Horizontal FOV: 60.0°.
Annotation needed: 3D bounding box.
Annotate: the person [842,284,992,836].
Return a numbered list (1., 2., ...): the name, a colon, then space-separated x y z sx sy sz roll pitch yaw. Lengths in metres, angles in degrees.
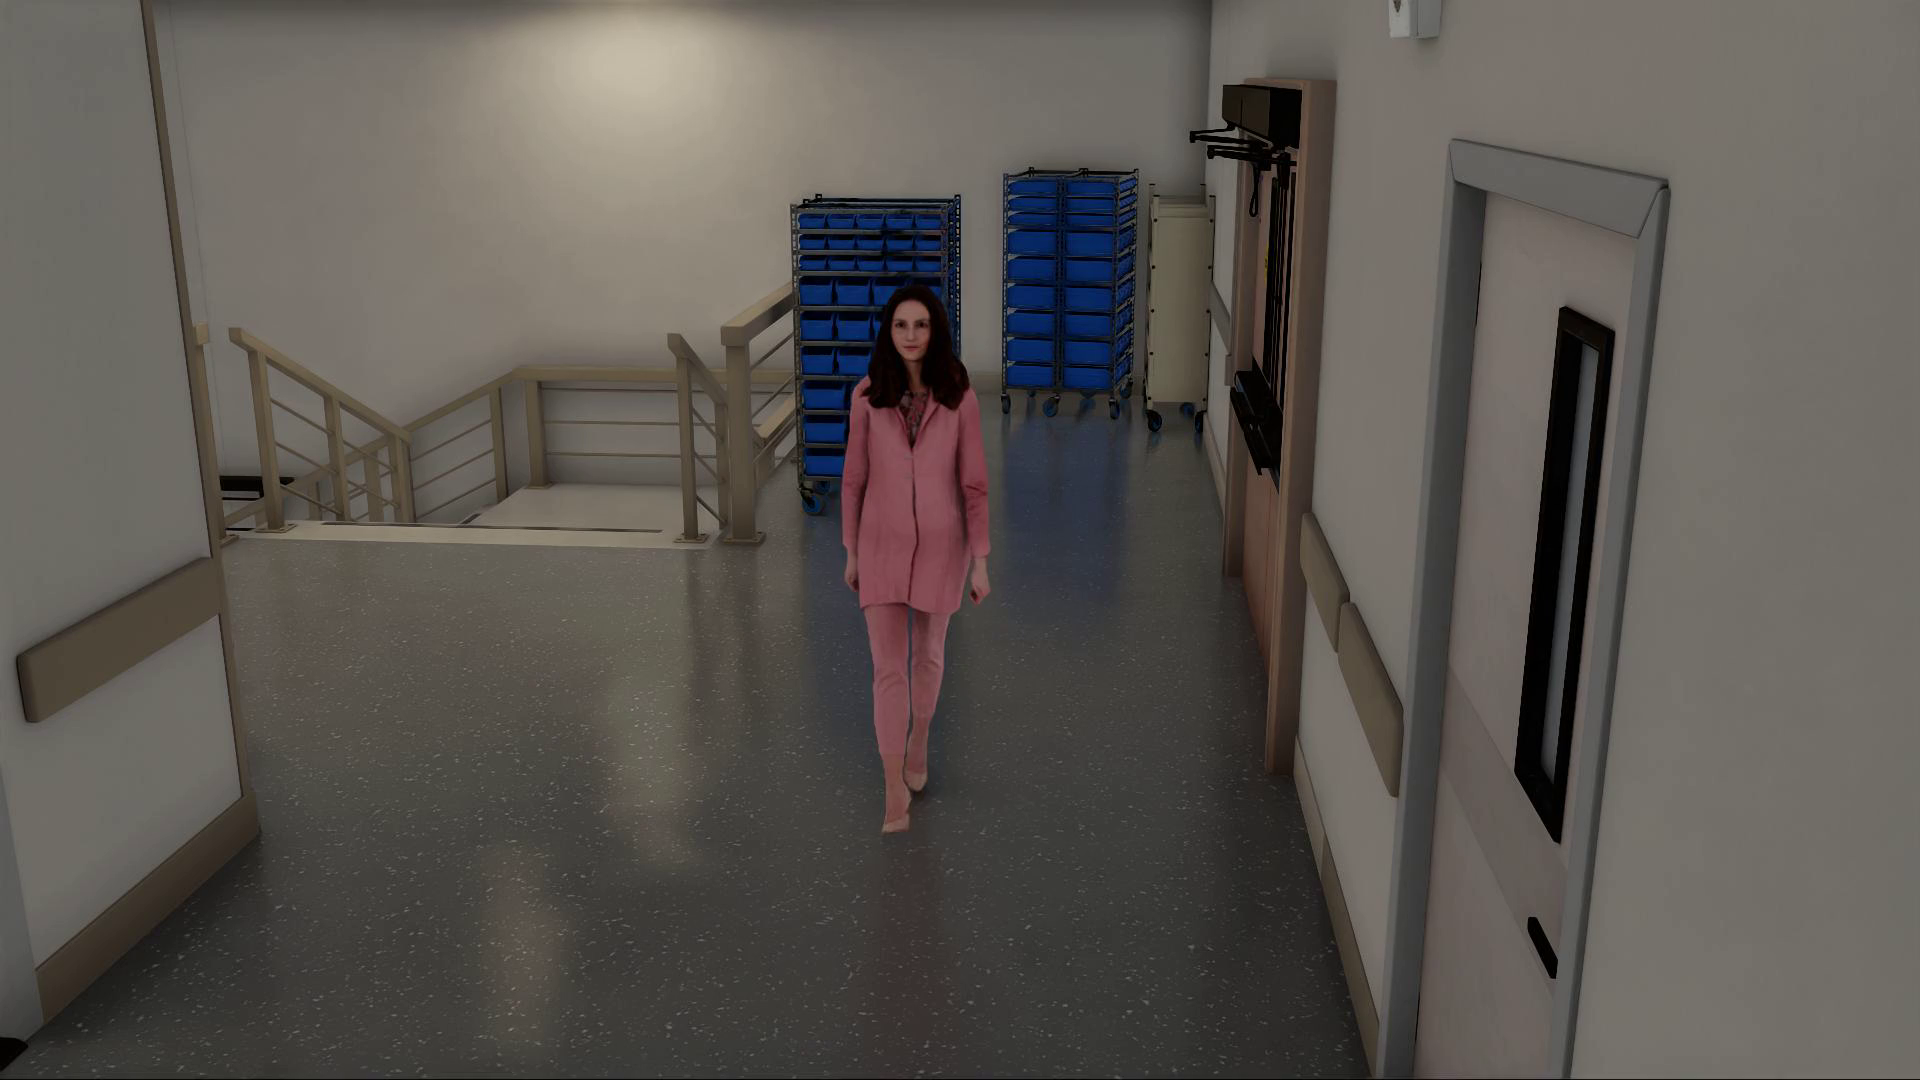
1. person: -0.145 0.038 5.593 0.708 1.769 1.031 0 16 -1
